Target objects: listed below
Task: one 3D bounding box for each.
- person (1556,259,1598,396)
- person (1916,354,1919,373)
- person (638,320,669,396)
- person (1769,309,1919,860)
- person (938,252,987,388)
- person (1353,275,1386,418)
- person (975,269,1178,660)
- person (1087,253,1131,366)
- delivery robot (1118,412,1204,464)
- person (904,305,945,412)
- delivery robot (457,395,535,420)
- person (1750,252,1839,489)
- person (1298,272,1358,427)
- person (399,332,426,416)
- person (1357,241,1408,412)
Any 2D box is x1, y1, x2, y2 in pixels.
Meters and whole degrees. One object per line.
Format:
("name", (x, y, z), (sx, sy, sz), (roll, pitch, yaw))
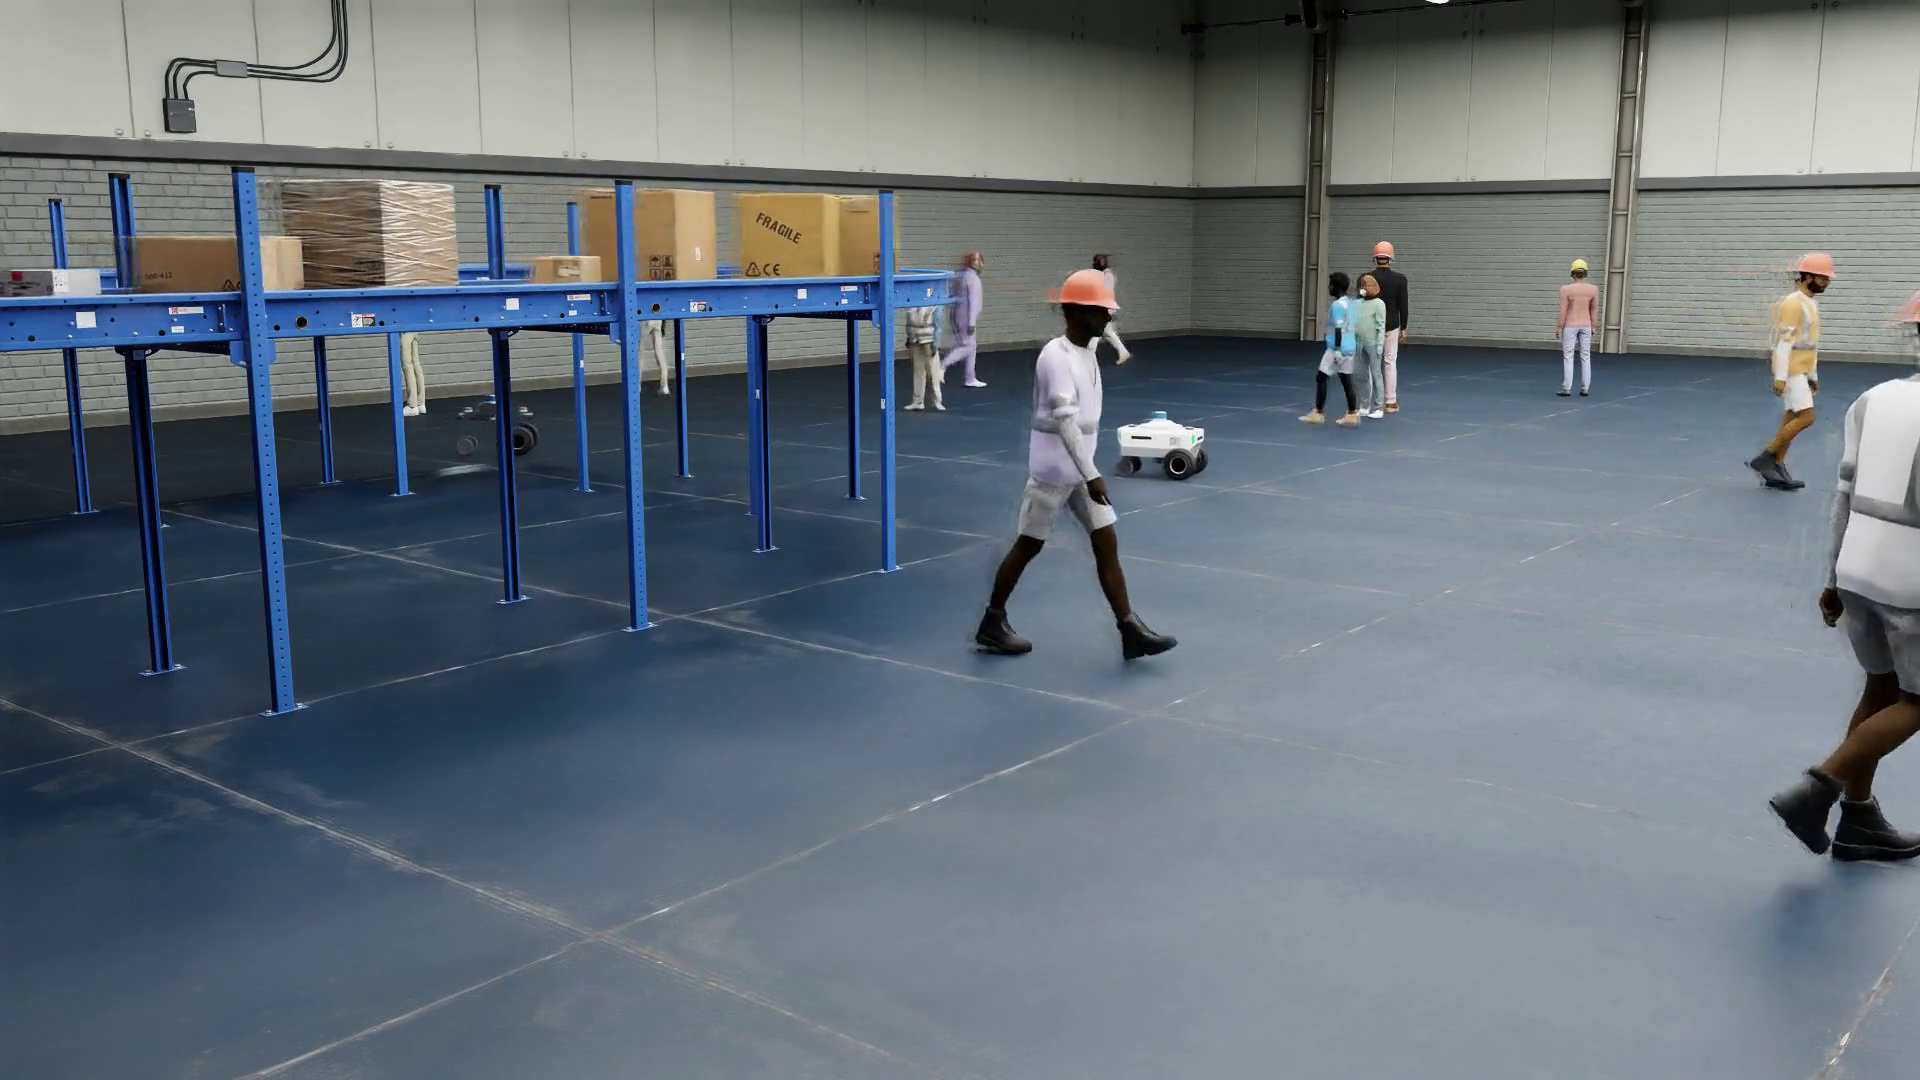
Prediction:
("person", (8.018, -2.760, 21.653), (0.529, 1.767, 0.329), (-1, 10, -4))
("person", (7.136, -1.121, 12.063), (0.402, 1.949, 0.605), (2, 10, 12))
("person", (-4.092, -2.821, 21.858), (0.535, 1.819, 0.957), (-6, 12, -30))
("person", (2.946, 0.127, 5.272), (0.662, 1.907, 0.573), (-2, 10, -9))
("person", (0.002, -3.016, 22.826), (0.714, 1.869, 0.654), (-3, 11, -16))
("person", (4.675, -2.211, 19.028), (0.315, 1.624, 0.512), (-5, 11, -25))
("person", (0.527, -0.349, 8.003), (1.026, 1.882, 0.549), (6, 12, 30))
("person", (2.342, -3.704, 26.780), (0.913, 1.813, 0.642), (-1, 10, -5))
("delivery robot", (1.731, -0.866, 14.374), (0.707, 0.478, 0.477), (4, 11, 23))
("person", (-0.451, -2.326, 19.700), (0.615, 1.609, 0.328), (9, 13, 40))
("delivery robot", (-4.438, -1.273, 15.891), (0.698, 0.223, 0.335), (-2, 10, -6))
("person", (6.808, -1.360, 13.475), (0.433, 1.911, 0.567), (8, 13, 38))
("person", (4.029, -2.072, 18.113), (0.742, 1.664, 0.550), (5, 11, 26))
("person", (-6.428, -2.382, 19.266), (0.329, 1.874, 0.518), (1, 10, 8))
("person", (4.979, -2.516, 19.658), (0.612, 1.997, 0.375), (4, 11, 20))
